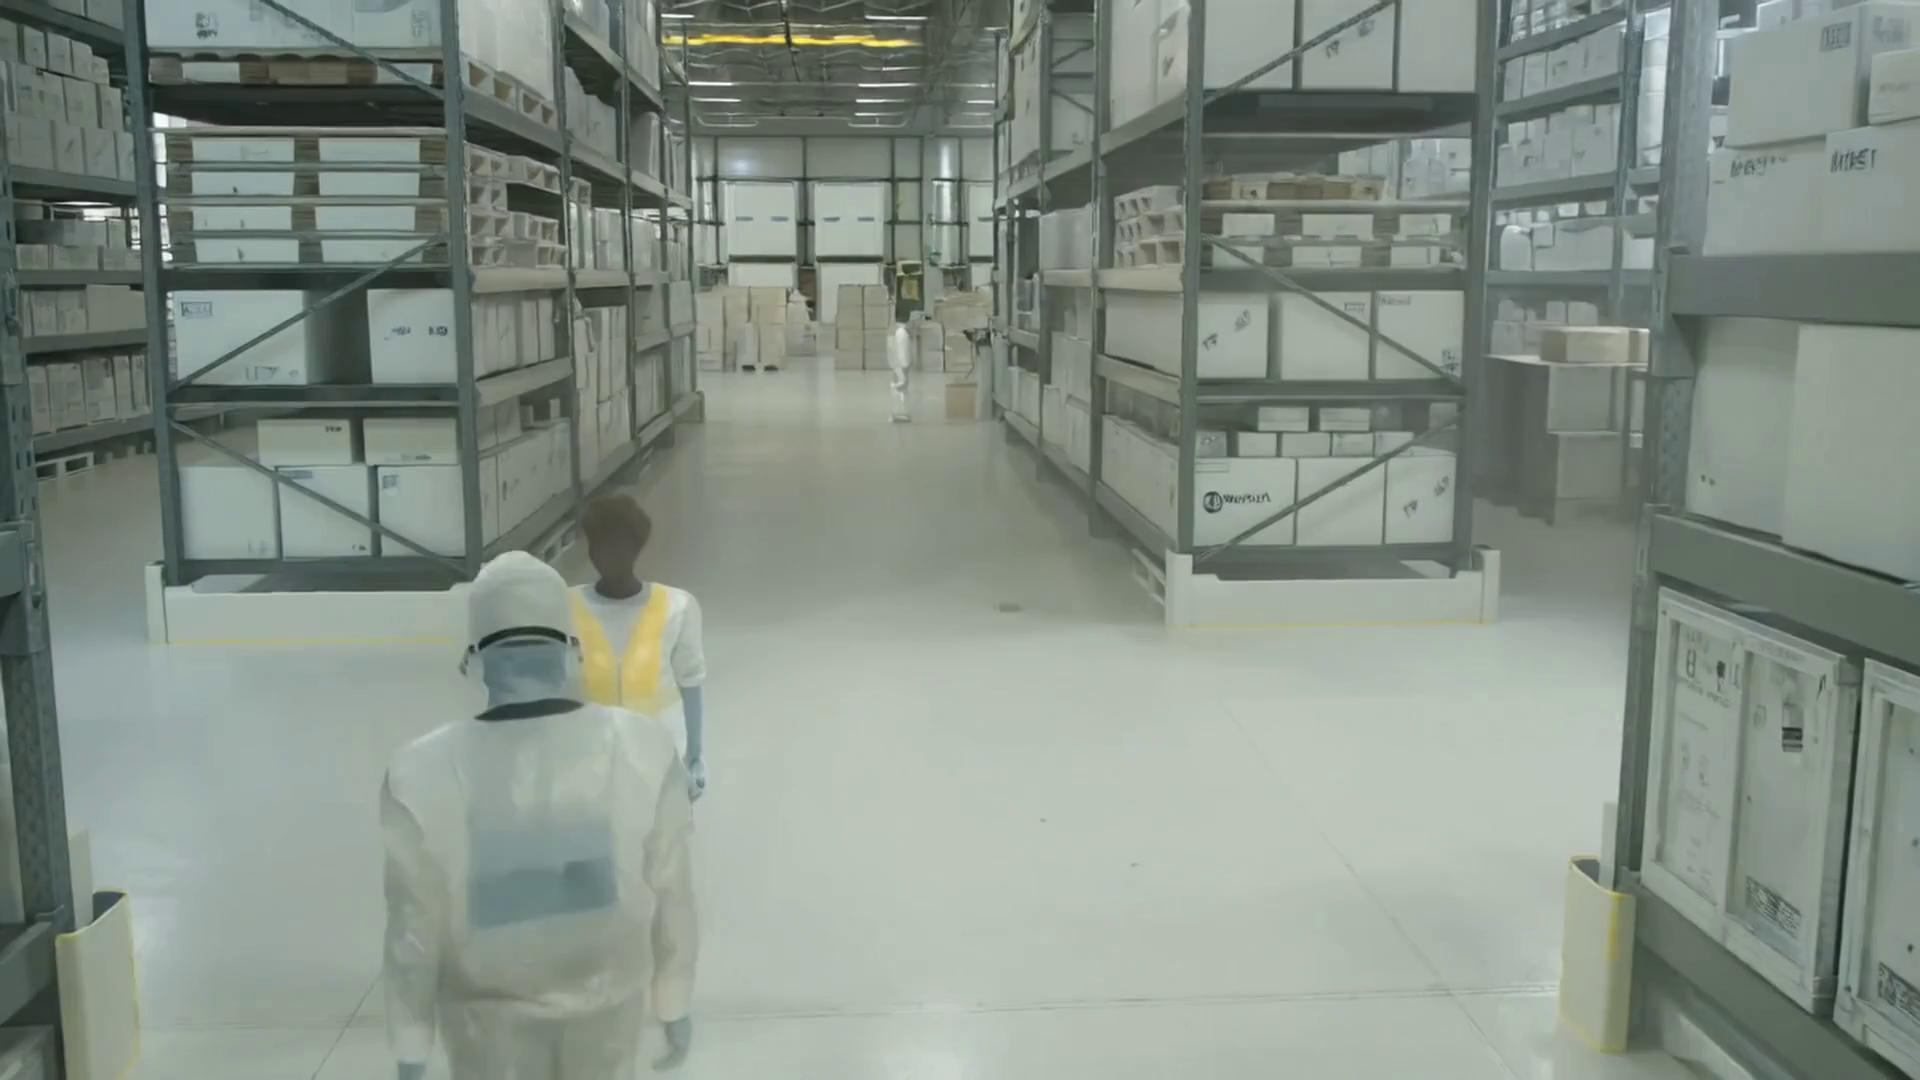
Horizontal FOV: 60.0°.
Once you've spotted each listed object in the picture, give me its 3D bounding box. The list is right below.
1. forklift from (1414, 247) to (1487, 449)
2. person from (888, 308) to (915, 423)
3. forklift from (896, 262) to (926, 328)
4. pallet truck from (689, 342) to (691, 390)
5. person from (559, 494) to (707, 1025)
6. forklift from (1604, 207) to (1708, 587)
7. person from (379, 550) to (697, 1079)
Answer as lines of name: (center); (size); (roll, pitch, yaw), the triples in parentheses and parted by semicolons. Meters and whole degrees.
forklift: (6.345, -2.621, 22.289); (1.873, 2.768, 1.129); (1, 9, 4)
person: (-0.932, -2.784, 26.582); (0.428, 1.837, 0.631); (-3, 10, -18)
forklift: (-1.780, -8.547, 59.499); (1.129, 2.768, 1.873); (-1, 9, -4)
pallet truck: (-5.225, -3.008, 27.480); (1.885, 1.965, 0.823); (2, 9, 14)
person: (-1.055, 0.691, 5.190); (0.540, 1.697, 0.317); (-2, 9, -12)
forklift: (5.611, -0.948, 11.780); (1.129, 2.768, 1.873); (-1, 9, -4)
person: (-0.835, 0.927, 3.330); (0.616, 1.816, 0.436); (-4, 10, -24)
